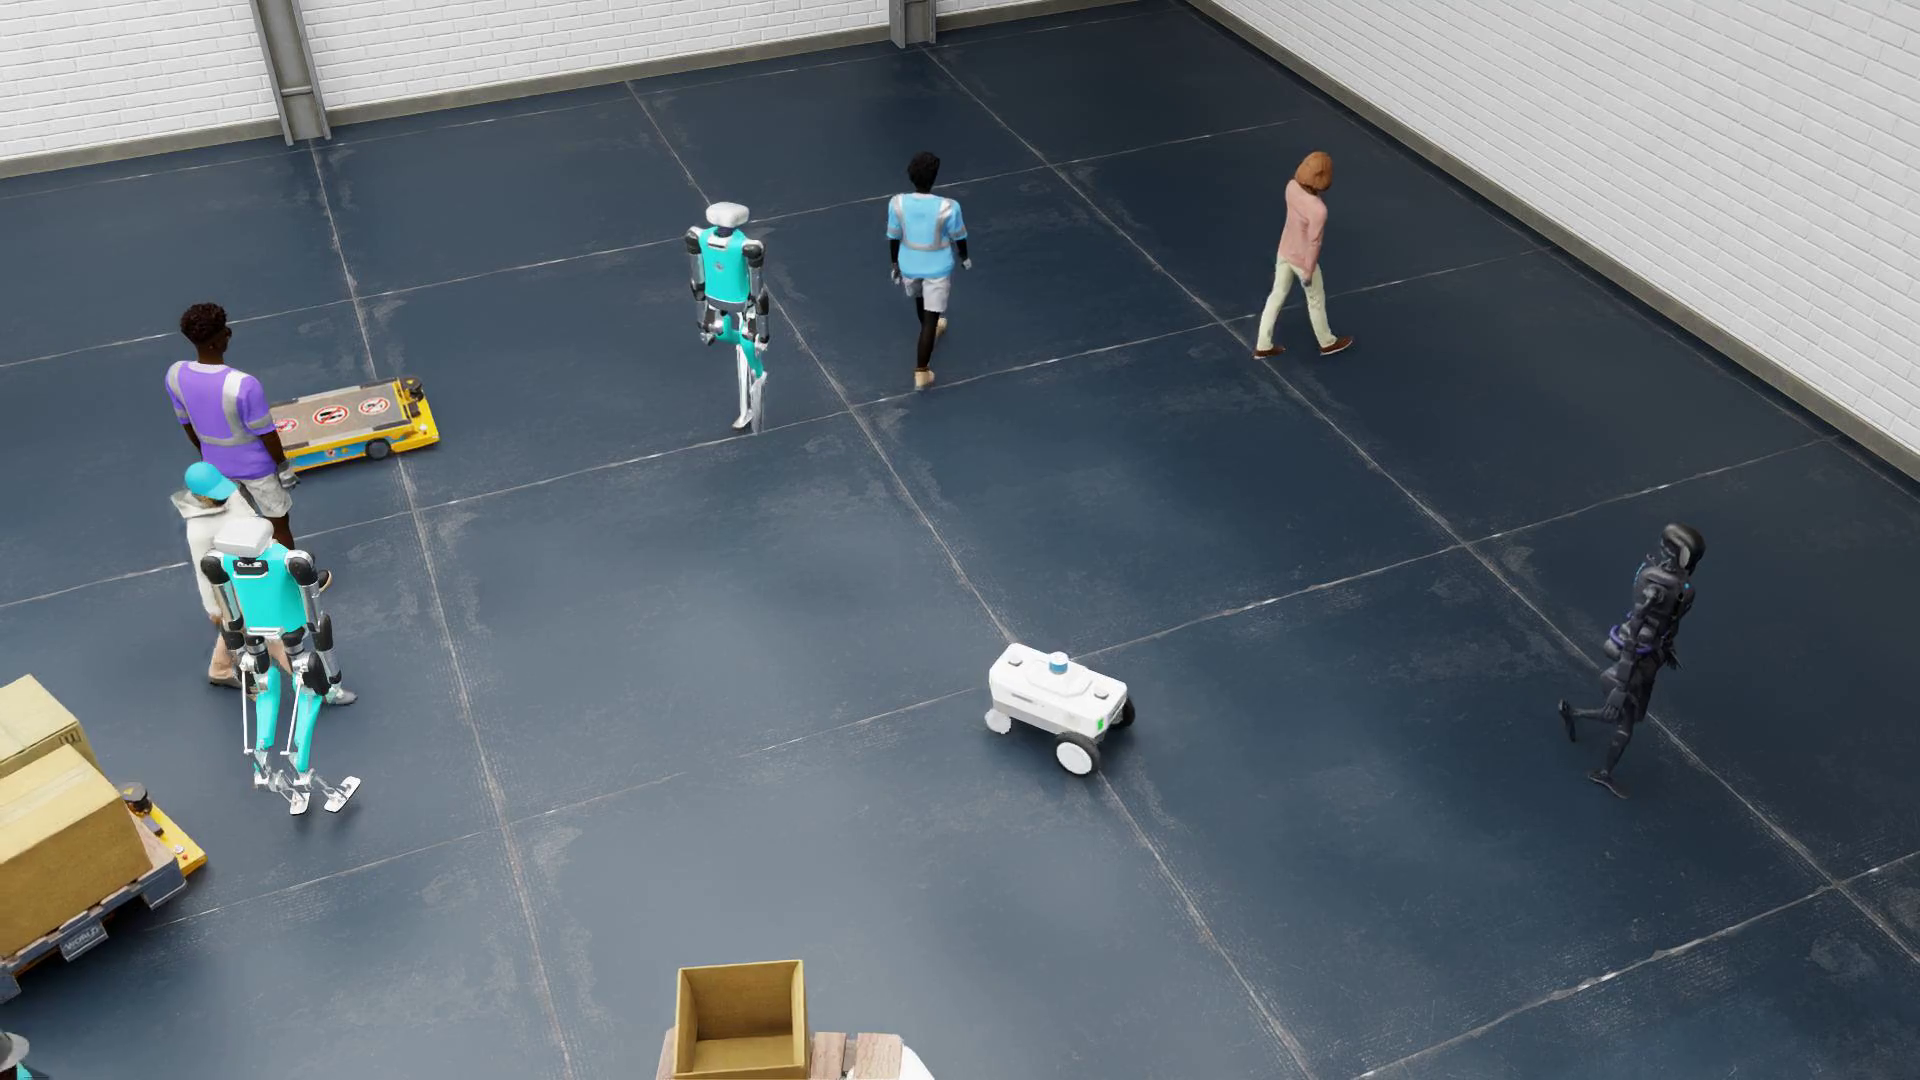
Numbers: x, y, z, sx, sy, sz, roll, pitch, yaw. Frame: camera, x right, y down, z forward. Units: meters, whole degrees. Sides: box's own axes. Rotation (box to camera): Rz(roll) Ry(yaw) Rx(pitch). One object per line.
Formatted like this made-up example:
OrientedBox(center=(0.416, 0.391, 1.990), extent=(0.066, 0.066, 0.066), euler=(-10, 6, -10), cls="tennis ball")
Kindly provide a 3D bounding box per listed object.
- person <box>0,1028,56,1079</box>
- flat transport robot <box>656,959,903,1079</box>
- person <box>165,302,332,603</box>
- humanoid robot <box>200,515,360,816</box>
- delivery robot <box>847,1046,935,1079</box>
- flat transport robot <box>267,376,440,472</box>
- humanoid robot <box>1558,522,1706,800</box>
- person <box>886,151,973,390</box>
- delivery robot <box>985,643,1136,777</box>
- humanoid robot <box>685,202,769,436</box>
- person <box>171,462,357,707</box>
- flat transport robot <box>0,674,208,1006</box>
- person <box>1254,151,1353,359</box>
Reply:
OrientedBox(center=(-3.264, 2.324, 5.921), extent=(1.026, 1.880, 0.555), euler=(-14, 40, -17), cls="person")
OrientedBox(center=(-0.787, 2.704, 6.754), extent=(1.431, 0.231, 0.659), euler=(2, 38, 2), cls="flat transport robot")
OrientedBox(center=(-4.085, -0.469, 9.493), extent=(0.608, 1.965, 0.364), euler=(10, 39, 13), cls="person")
OrientedBox(center=(-3.314, 0.728, 8.011), extent=(0.533, 1.677, 0.735), euler=(1, 38, 2), cls="humanoid robot")
OrientedBox(center=(-0.164, 2.474, 6.817), extent=(0.499, 0.593, 0.789), euler=(-22, 43, -26), cls="delivery robot")
OrientedBox(center=(-4.305, -0.728, 11.221), extent=(1.431, 0.231, 0.659), euler=(-15, 40, -19), cls="flat transport robot")
OrientedBox(center=(3.360, 0.565, 8.390), extent=(0.561, 1.633, 0.599), euler=(31, 47, 34), cls="humanoid robot")
OrientedBox(center=(-0.219, -1.931, 11.650), extent=(0.546, 1.646, 0.894), euler=(13, 39, 16), cls="person")
OrientedBox(center=(0.516, 0.852, 8.923), extent=(0.765, 0.586, 0.499), euler=(19, 42, 23), cls="delivery robot")
OrientedBox(center=(-1.412, -1.448, 11.014), extent=(0.548, 1.866, 0.725), euler=(12, 39, 16), cls="humanoid robot")
OrientedBox(center=(-3.826, 0.229, 8.862), extent=(0.859, 1.630, 0.457), euler=(0, 38, 0), cls="person")
OrientedBox(center=(-4.467, 1.744, 8.004), extent=(0.659, 0.231, 1.431), euler=(28, 45, 31), cls="flat transport robot")
OrientedBox(center=(2.491, -2.018, 11.809), extent=(0.731, 1.599, 0.507), euler=(-16, 40, -19), cls="person")
